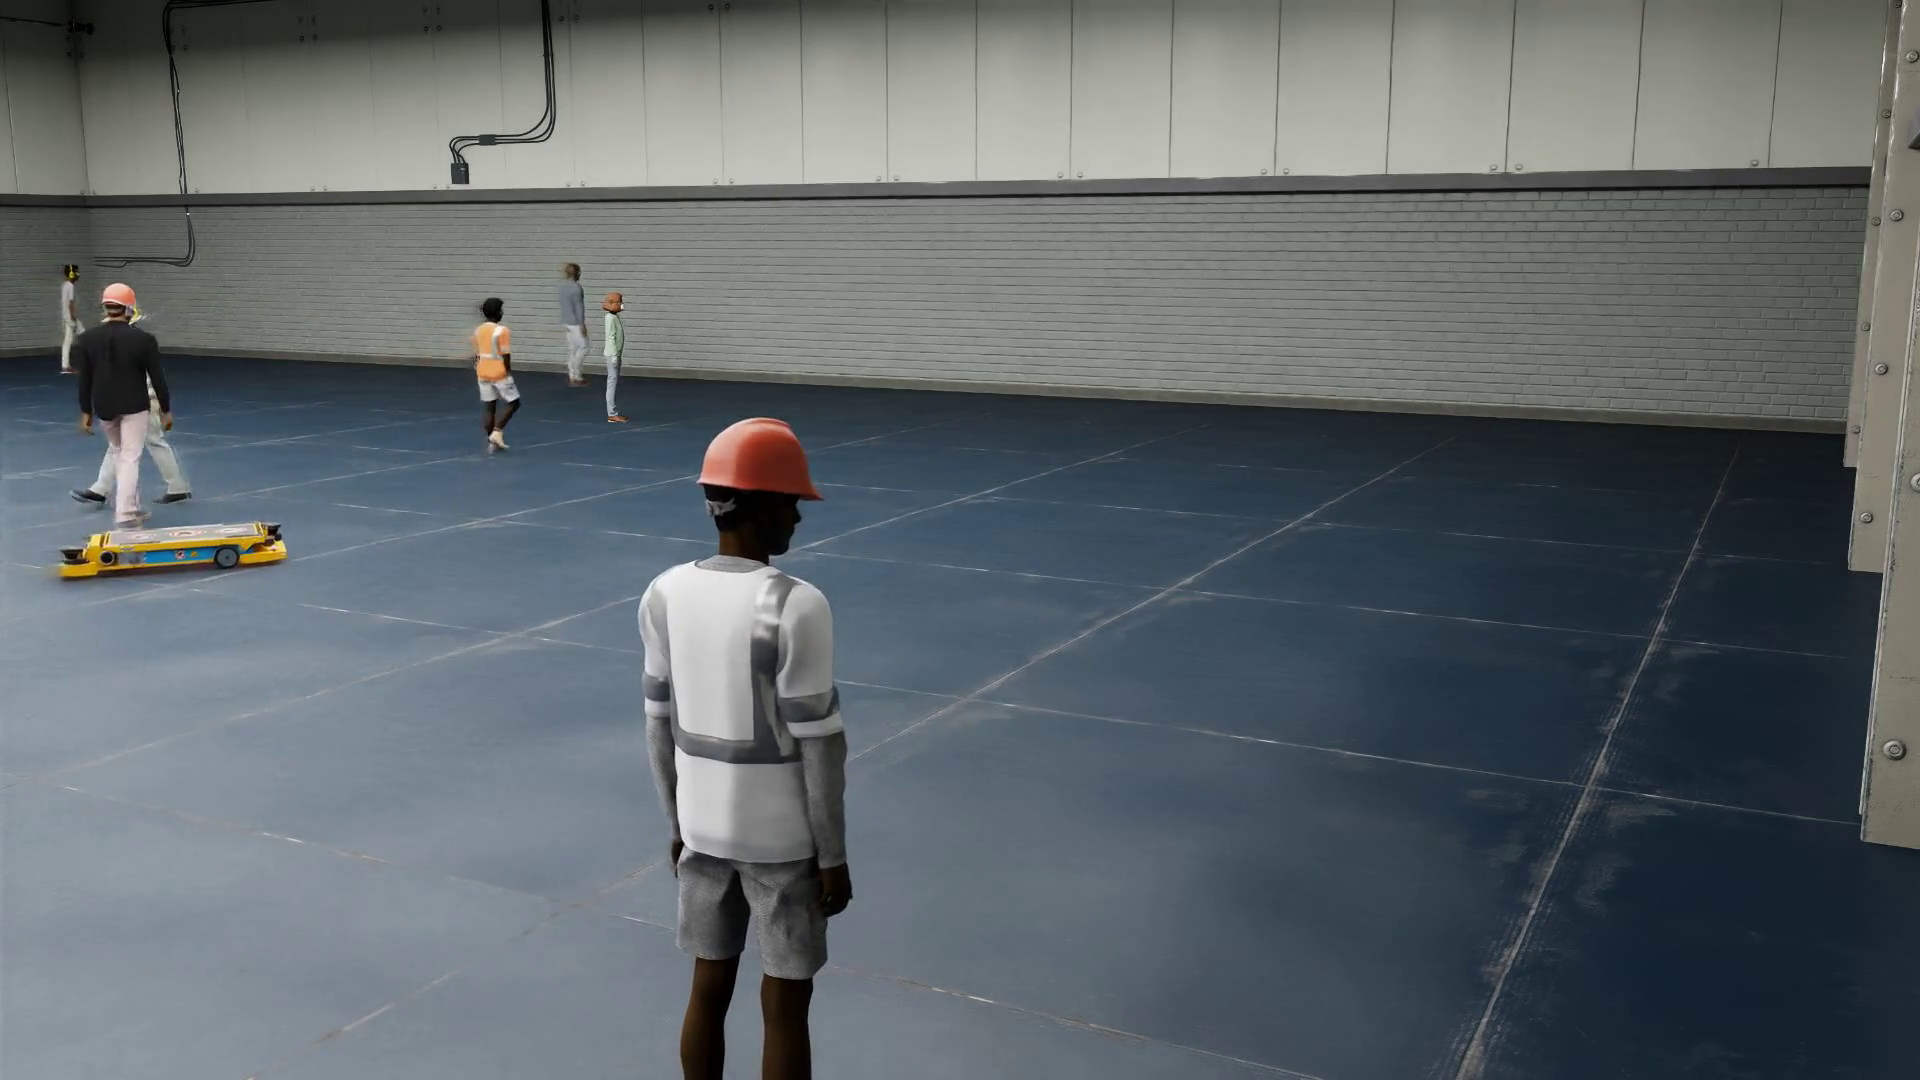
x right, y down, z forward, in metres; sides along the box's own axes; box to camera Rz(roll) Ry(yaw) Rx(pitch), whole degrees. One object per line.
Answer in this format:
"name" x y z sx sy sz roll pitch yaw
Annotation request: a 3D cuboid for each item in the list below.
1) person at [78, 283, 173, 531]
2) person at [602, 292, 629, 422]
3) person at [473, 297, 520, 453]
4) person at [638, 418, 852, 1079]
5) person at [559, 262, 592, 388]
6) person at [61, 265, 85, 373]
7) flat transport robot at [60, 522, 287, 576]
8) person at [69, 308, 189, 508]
"person" -6.646 -1.066 13.363 0.643 1.957 0.877 0 10 -2
"person" -4.362 -2.311 21.054 0.279 1.634 0.499 -1 10 -6
"person" -5.009 -1.776 17.978 0.554 1.683 0.370 7 12 33
"person" -0.482 0.676 3.961 0.542 1.930 0.375 6 12 31
"person" -5.964 -3.326 25.774 0.405 1.937 0.646 -8 13 -36
"person" -15.083 -3.793 28.565 0.859 1.838 0.554 -9 14 -40
"flat transport robot" -5.605 0.052 11.892 1.431 0.197 0.652 -5 11 -25
"person" -7.182 -1.150 14.309 0.924 1.781 0.591 -8 13 -37
